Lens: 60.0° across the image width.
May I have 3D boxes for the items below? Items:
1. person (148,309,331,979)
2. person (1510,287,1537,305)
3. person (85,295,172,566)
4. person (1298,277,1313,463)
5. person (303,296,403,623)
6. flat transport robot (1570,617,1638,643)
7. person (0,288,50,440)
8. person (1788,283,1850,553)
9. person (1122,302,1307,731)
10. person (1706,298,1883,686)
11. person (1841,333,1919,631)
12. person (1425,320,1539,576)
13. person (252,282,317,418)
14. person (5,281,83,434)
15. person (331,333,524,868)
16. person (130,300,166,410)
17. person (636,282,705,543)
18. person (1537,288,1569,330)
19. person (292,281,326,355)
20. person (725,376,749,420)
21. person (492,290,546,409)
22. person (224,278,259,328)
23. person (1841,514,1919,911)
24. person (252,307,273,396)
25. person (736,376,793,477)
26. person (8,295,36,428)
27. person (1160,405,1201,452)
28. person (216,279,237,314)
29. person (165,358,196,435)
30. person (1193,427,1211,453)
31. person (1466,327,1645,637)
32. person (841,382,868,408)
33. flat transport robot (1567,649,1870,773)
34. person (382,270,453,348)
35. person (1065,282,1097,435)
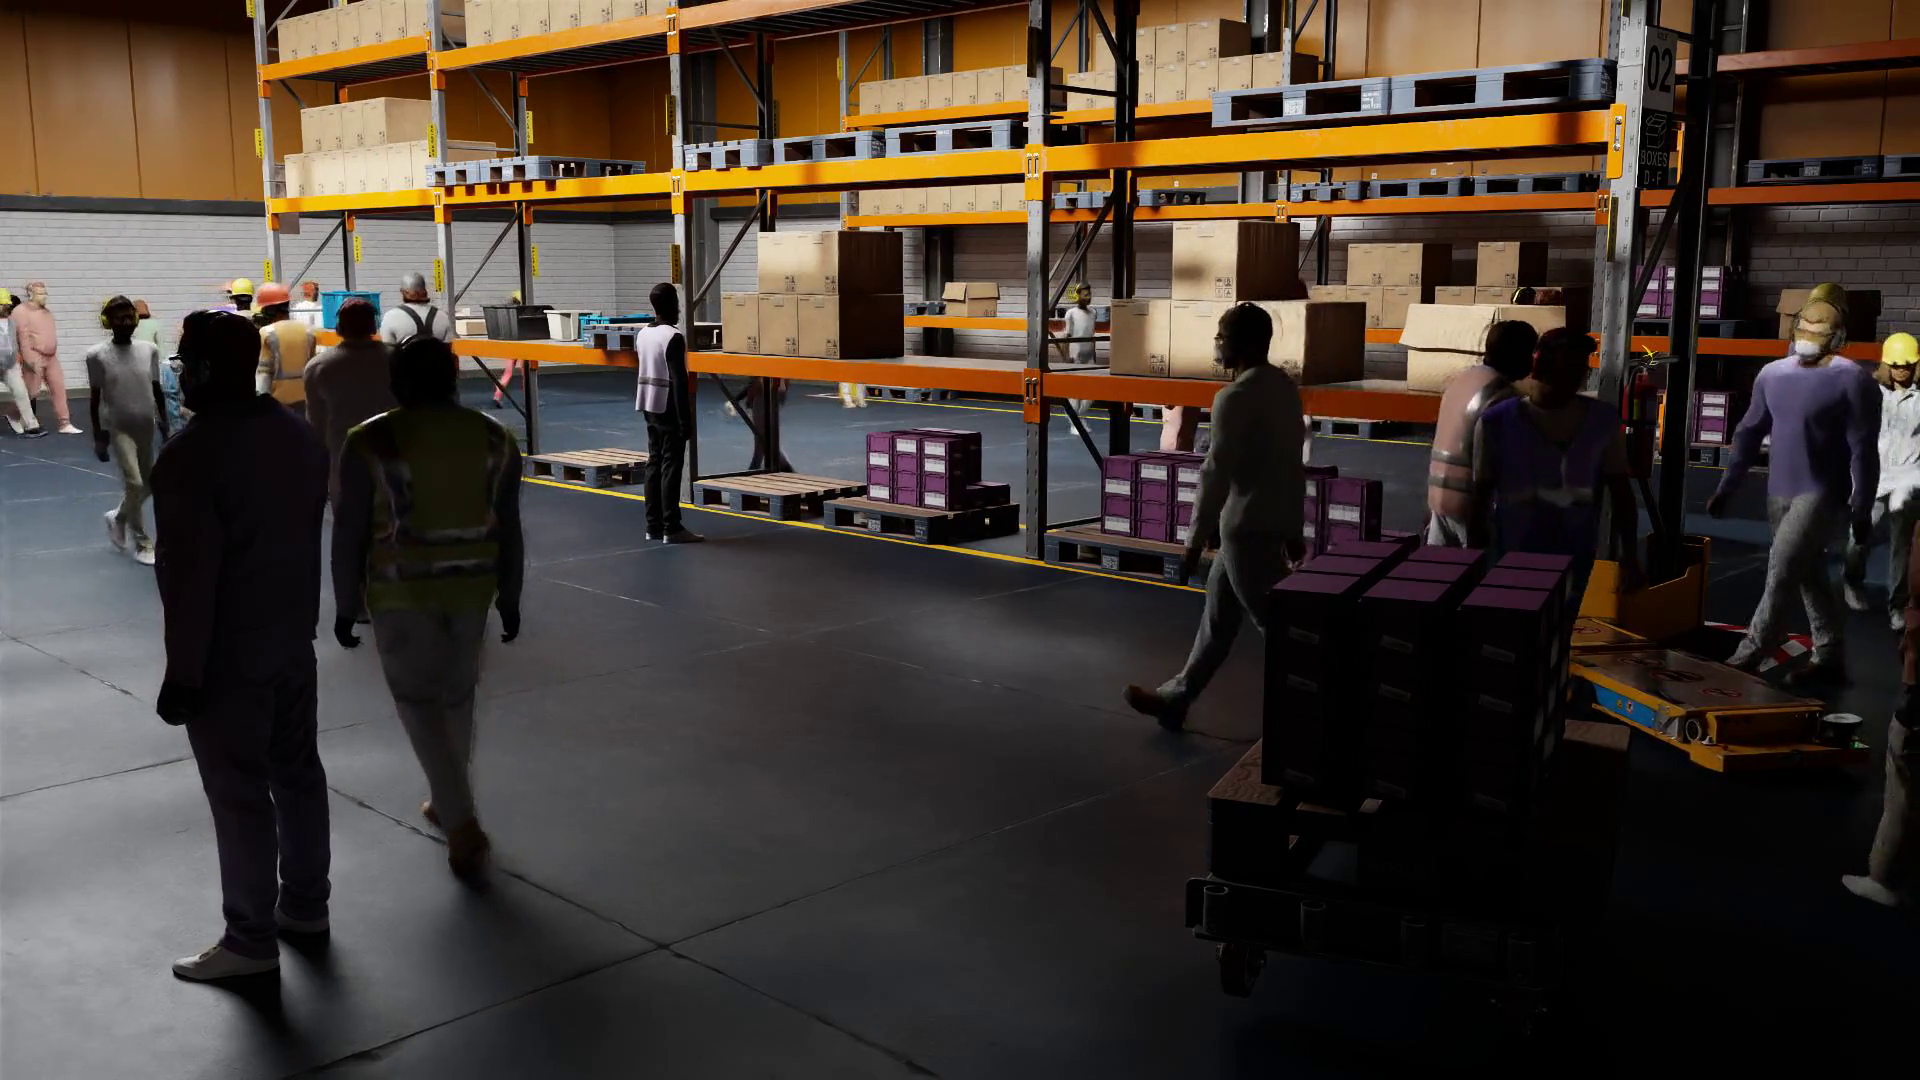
[{"bbox_3d":[-2.080,0.300,4.786,0.409,1.909,0.641,2,9,11],"label":"person"},{"bbox_3d":[4.754,-1.213,14.168,0.519,1.874,0.331,-7,12,-36],"label":"person"},{"bbox_3d":[-5.758,-0.766,11.491,0.749,1.852,0.519,6,11,34],"label":"person"},{"bbox_3d":[2.518,-1.095,13.153,0.625,1.971,0.821,-5,11,-29],"label":"person"},{"bbox_3d":[-3.288,-0.415,9.272,0.651,1.879,0.832,-5,10,-26],"label":"person"},{"bbox_3d":[2.744,0.552,8.239,1.431,0.197,0.652,-2,9,-10],"label":"flat transport robot"},{"bbox_3d":[-11.259,-2.065,19.626,0.716,1.797,0.608,3,10,17],"label":"person"},{"bbox_3d":[5.985,-0.834,11.677,0.381,1.923,0.591,9,13,43],"label":"person"},{"bbox_3d":[1.159,-0.043,6.953,1.046,1.881,0.648,6,11,31],"label":"person"},{"bbox_3d":[3.906,-0.187,7.849,1.010,1.871,0.661,-3,10,-16],"label":"person"},{"bbox_3d":[5.319,-0.353,9.516,0.516,1.671,0.930,3,10,18],"label":"person"},{"bbox_3d":[2.333,-0.134,7.828,0.699,1.799,0.642,-2,9,-9],"label":"person"},{"bbox_3d":[-5.440,-1.119,13.472,0.551,1.912,0.640,7,12,38],"label":"person"},{"bbox_3d":[-11.246,-2.211,20.279,0.831,1.873,0.644,2,10,13],"label":"person"},{"bbox_3d":[-1.789,0.206,5.710,0.630,1.822,0.853,-8,12,-40],"label":"person"},{"bbox_3d":[-10.854,-2.370,22.070,0.523,1.592,0.801,-7,11,-36],"label":"person"},{"bbox_3d":[-2.179,-0.933,12.306,0.382,1.918,0.596,-7,12,-38],"label":"person"},{"bbox_3d":[4.621,-1.062,13.247,0.612,1.867,0.436,-3,10,-20],"label":"person"},{"bbox_3d":[-9.019,-2.644,22.997,0.584,1.859,0.821,4,10,25],"label":"person"},{"bbox_3d":[-2.721,-2.326,21.547,0.564,1.682,0.545,-1,9,-8],"label":"person"},{"bbox_3d":[-6.446,-2.769,24.159,0.520,1.722,0.896,5,10,27],"label":"person"},{"bbox_3d":[-7.076,-1.630,16.552,0.587,1.928,0.363,-7,11,-35],"label":"person"},{"bbox_3d":[3.078,0.419,4.976,0.559,1.608,0.761,-3,10,-15],"label":"person"},{"bbox_3d":[-6.633,-1.427,15.913,0.527,1.730,0.888,-2,10,-14],"label":"person"},{"bbox_3d":[-1.871,-1.426,15.932,0.627,1.723,0.570,5,10,26],"label":"person"},{"bbox_3d":[-11.991,-2.267,21.163,0.316,1.695,0.541,-2,9,-10],"label":"person"},{"bbox_3d":[2.042,-1.378,15.075,0.409,1.907,0.649,8,12,40],"label":"person"},{"bbox_3d":[-8.716,-2.190,20.056,0.546,1.901,0.455,5,11,28],"label":"person"},{"bbox_3d":[-5.702,-0.812,12.543,0.865,1.592,0.533,7,12,38],"label":"person"},{"bbox_3d":[2.490,-1.467,15.863,0.575,1.828,0.510,-9,13,-44],"label":"person"},{"bbox_3d":[2.268,0.105,6.305,0.571,1.796,0.910,-1,9,-5],"label":"person"},{"bbox_3d":[-1.555,-2.806,24.067,0.646,1.824,0.544,-5,11,-28],"label":"person"},{"bbox_3d":[3.196,0.708,7.283,0.652,0.197,1.431,-2,9,-10],"label":"flat transport robot"},{"bbox_3d":[-5.230,-1.611,16.088,0.799,2.000,0.687,9,13,44],"label":"person"},{"bbox_3d":[1.499,-2.189,20.194,0.559,1.853,0.415,-7,12,-37],"label":"person"}]
